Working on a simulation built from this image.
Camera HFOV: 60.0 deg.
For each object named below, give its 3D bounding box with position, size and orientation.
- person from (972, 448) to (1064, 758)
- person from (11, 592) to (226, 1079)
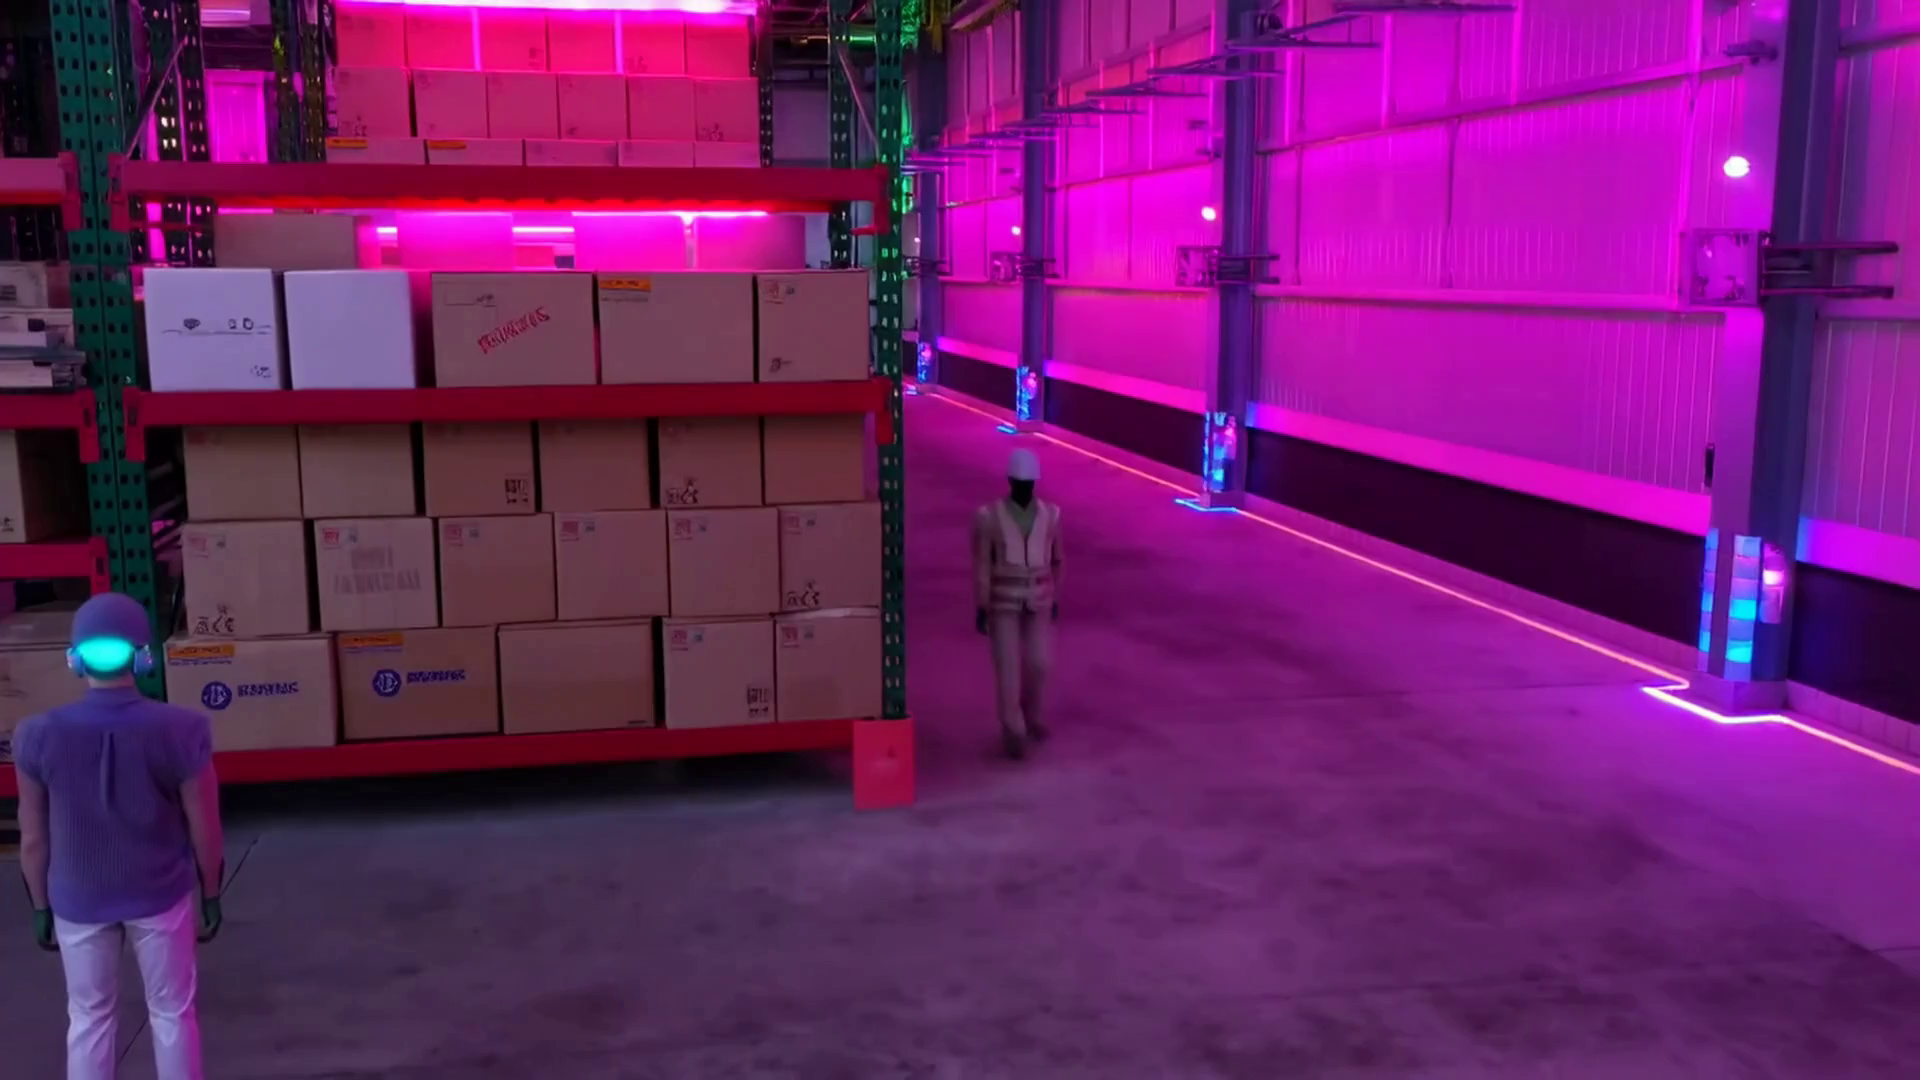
[{"bbox_3d":[0.354,0.374,10.406,0.613,1.932,0.519,-2,10,-15],"label":"person"},{"bbox_3d":[-2.744,1.157,5.488,0.608,1.987,0.400,-3,10,-18],"label":"person"}]
